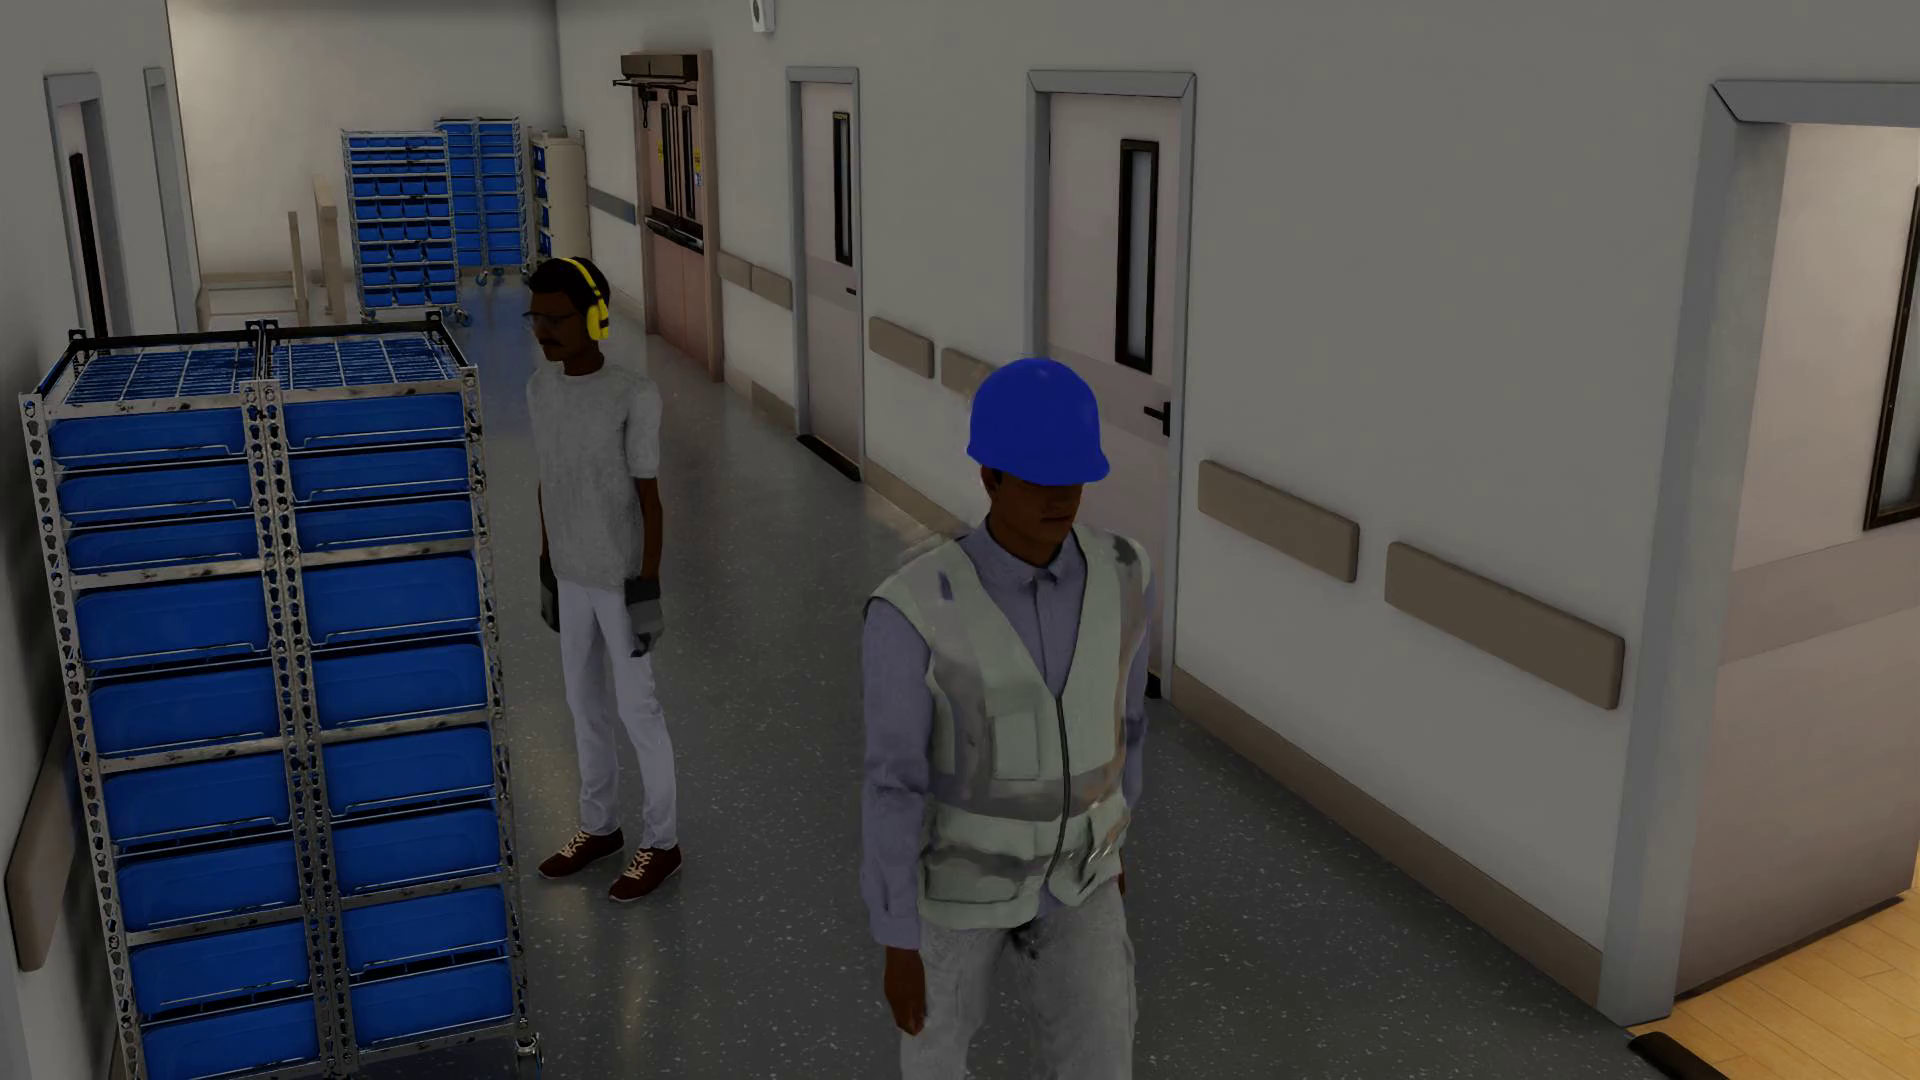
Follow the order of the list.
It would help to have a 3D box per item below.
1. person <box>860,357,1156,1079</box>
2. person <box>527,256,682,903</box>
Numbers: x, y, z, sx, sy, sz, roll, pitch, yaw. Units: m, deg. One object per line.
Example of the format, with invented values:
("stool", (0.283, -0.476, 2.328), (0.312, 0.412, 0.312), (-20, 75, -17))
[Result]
("person", (0.111, 0.610, 3.016), (0.632, 1.889, 1.015), (-8, 18, -25))
("person", (-1.043, 0.126, 4.761), (0.494, 1.856, 0.332), (11, 19, 33))
